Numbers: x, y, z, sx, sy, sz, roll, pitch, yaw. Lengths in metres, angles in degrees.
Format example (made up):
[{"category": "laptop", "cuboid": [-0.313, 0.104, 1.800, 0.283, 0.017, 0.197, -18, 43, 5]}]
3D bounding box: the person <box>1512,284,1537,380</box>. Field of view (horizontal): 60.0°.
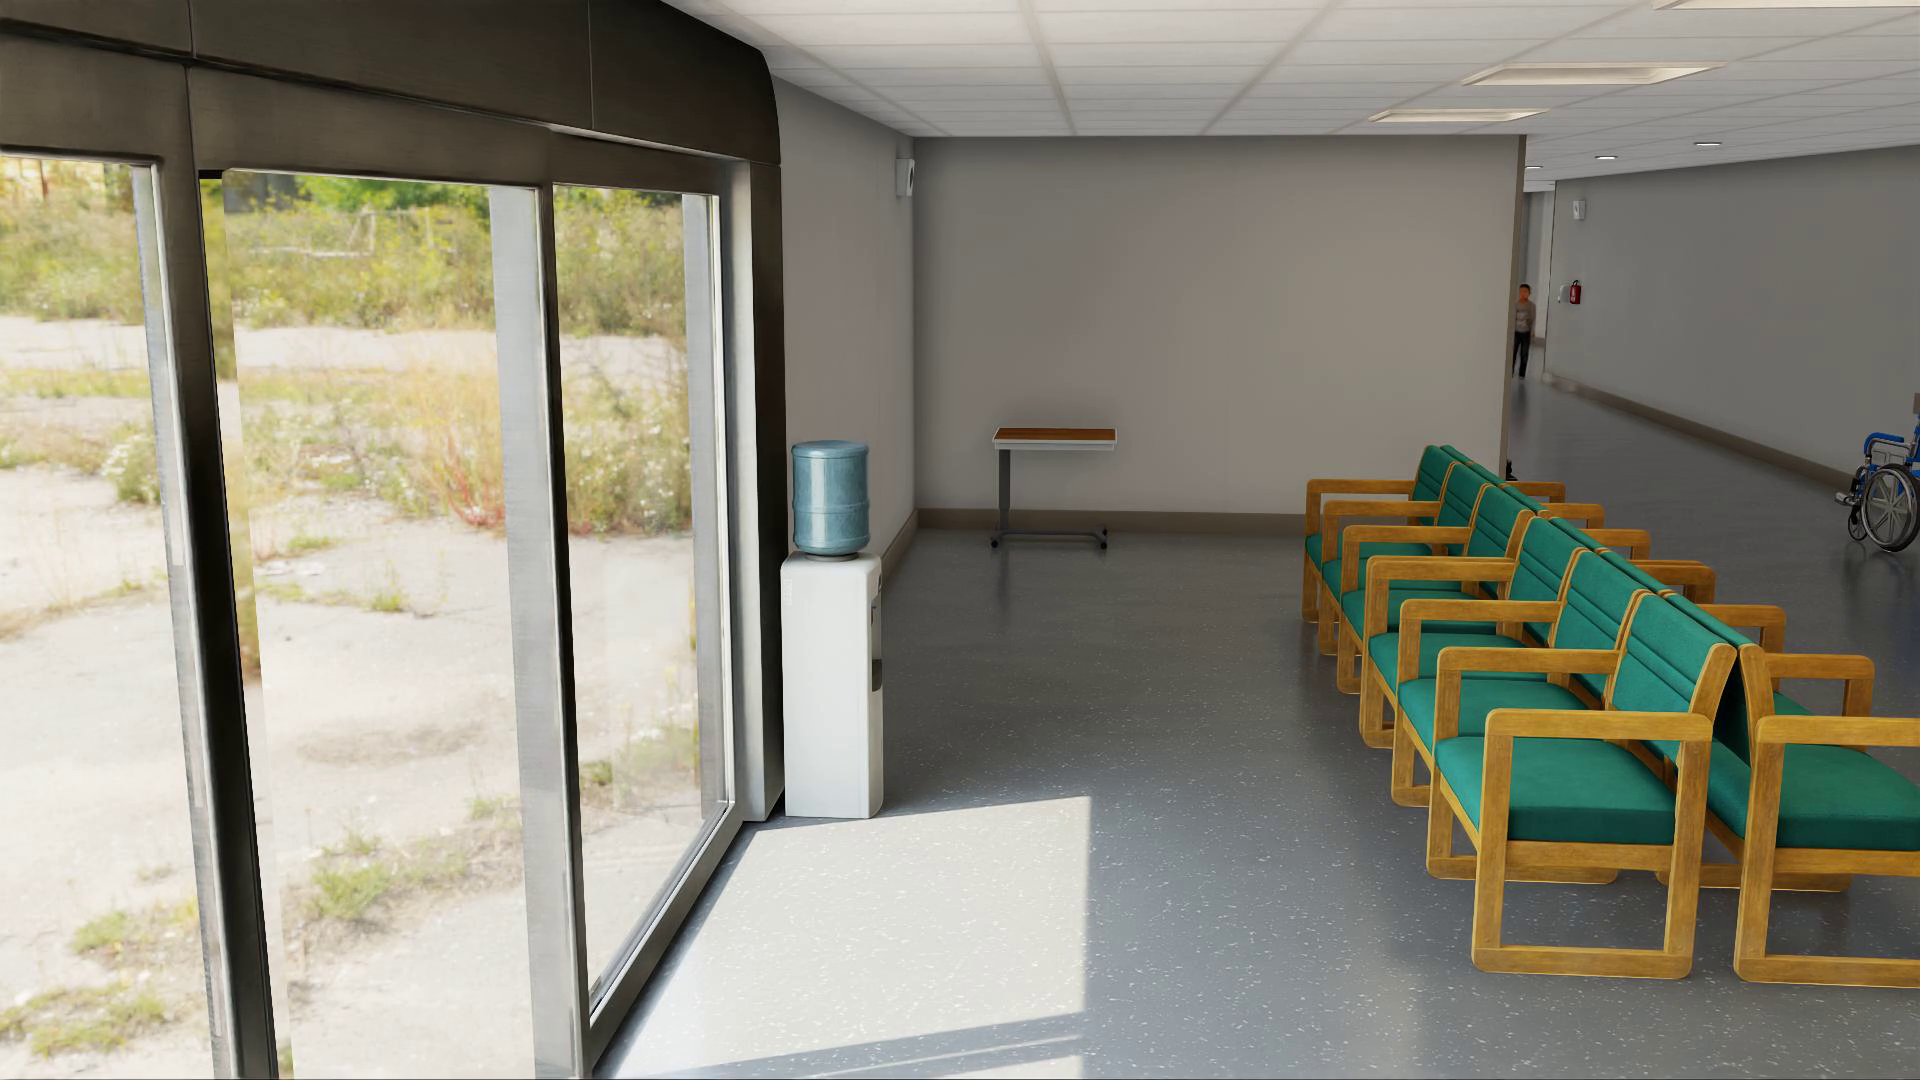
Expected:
[{"category": "person", "cuboid": [8.564, -3.154, 25.312, 0.905, 1.442, 0.802, 5, 12, 23]}]
